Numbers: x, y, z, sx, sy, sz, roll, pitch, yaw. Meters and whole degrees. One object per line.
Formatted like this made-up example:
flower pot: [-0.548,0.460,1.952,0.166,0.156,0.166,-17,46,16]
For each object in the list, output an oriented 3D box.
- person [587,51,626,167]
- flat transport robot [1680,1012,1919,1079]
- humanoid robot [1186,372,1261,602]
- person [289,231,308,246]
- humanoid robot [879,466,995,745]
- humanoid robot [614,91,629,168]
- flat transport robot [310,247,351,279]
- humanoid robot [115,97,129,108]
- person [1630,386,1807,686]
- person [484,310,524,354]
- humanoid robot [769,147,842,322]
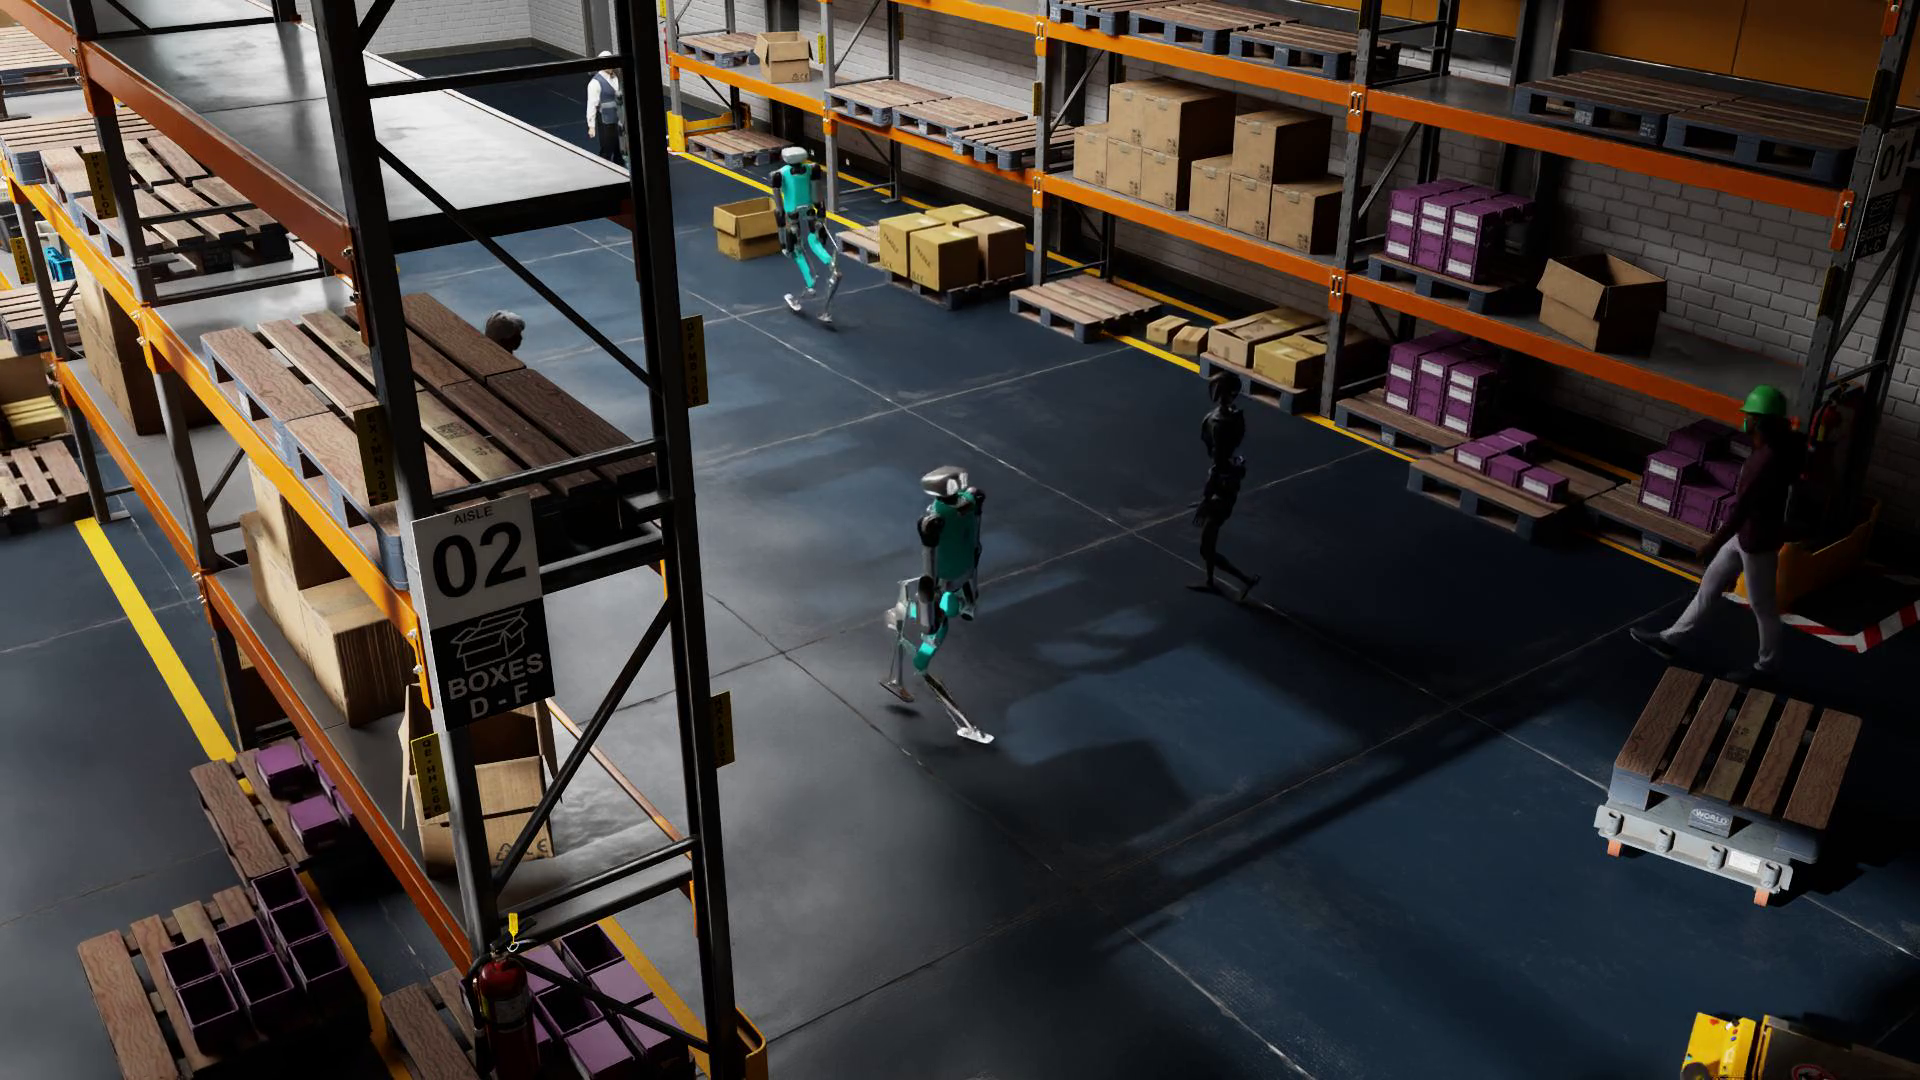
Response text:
person: [-4.306,-5.150,20.570,0.432,1.757,0.771,18,32,32]
flat transport robot: [3.856,2.460,7.095,1.431,0.231,0.659,15,30,27]
humanoid robot: [1.812,-0.355,11.128,0.525,1.636,0.599,8,28,16]
person: [-6.272,-2.579,15.604,0.287,1.629,0.498,12,29,23]
humanoid robot: [-0.235,0.348,9.733,1.062,1.775,0.554,17,31,31]
humanoid robot: [-3.861,-4.707,19.775,0.543,1.766,1.037,-13,30,-24]
flat transport robot: [-6.931,-3.040,18.034,1.431,0.231,0.659,15,31,28]
humanoid robot: [-10.948,-5.650,21.664,0.614,1.638,0.327,22,34,37]
person: [4.733,-0.009,10.188,0.943,1.892,0.523,9,28,17]
person: [-3.118,-0.717,11.657,0.336,1.847,0.512,-7,28,-14]
humanoid robot: [-1.458,-2.897,16.124,0.559,1.729,1.030,-16,31,-28]
